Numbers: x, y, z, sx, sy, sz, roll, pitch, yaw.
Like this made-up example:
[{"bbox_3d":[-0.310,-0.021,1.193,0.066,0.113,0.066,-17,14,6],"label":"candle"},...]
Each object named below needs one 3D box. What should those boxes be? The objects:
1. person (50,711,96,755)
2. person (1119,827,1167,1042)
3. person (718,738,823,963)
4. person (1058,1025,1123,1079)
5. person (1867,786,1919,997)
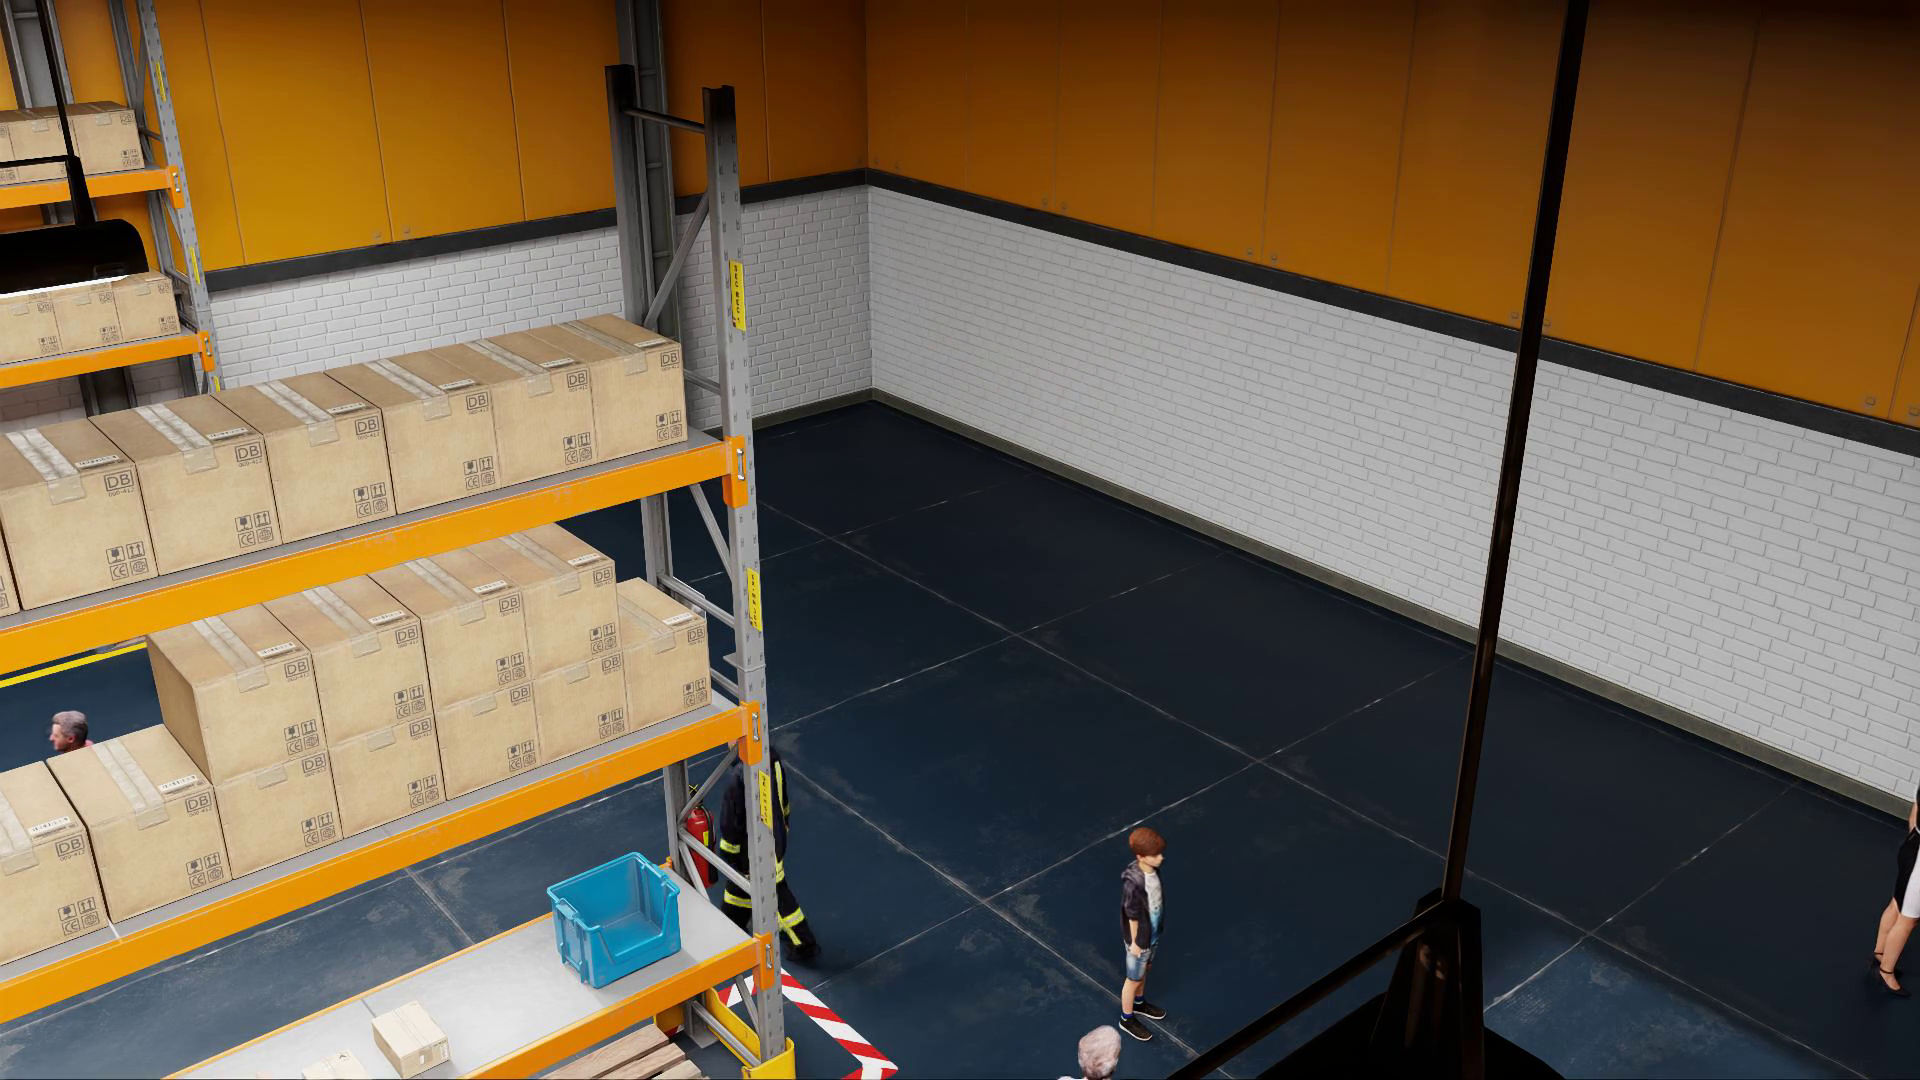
[{"bbox_3d":[-5.758,1.942,11.105,0.602,1.831,0.719,-13,27,-28],"label":"person"},{"bbox_3d":[1.148,2.441,10.444,0.669,1.447,0.567,12,26,25],"label":"person"},{"bbox_3d":[-1.269,1.994,10.988,1.185,1.829,1.229,9,25,19],"label":"person"},{"bbox_3d":[0.650,3.217,8.140,0.869,1.869,0.975,11,26,23],"label":"person"},{"bbox_3d":[6.198,2.116,10.752,0.719,1.795,0.600,8,25,18],"label":"person"}]
